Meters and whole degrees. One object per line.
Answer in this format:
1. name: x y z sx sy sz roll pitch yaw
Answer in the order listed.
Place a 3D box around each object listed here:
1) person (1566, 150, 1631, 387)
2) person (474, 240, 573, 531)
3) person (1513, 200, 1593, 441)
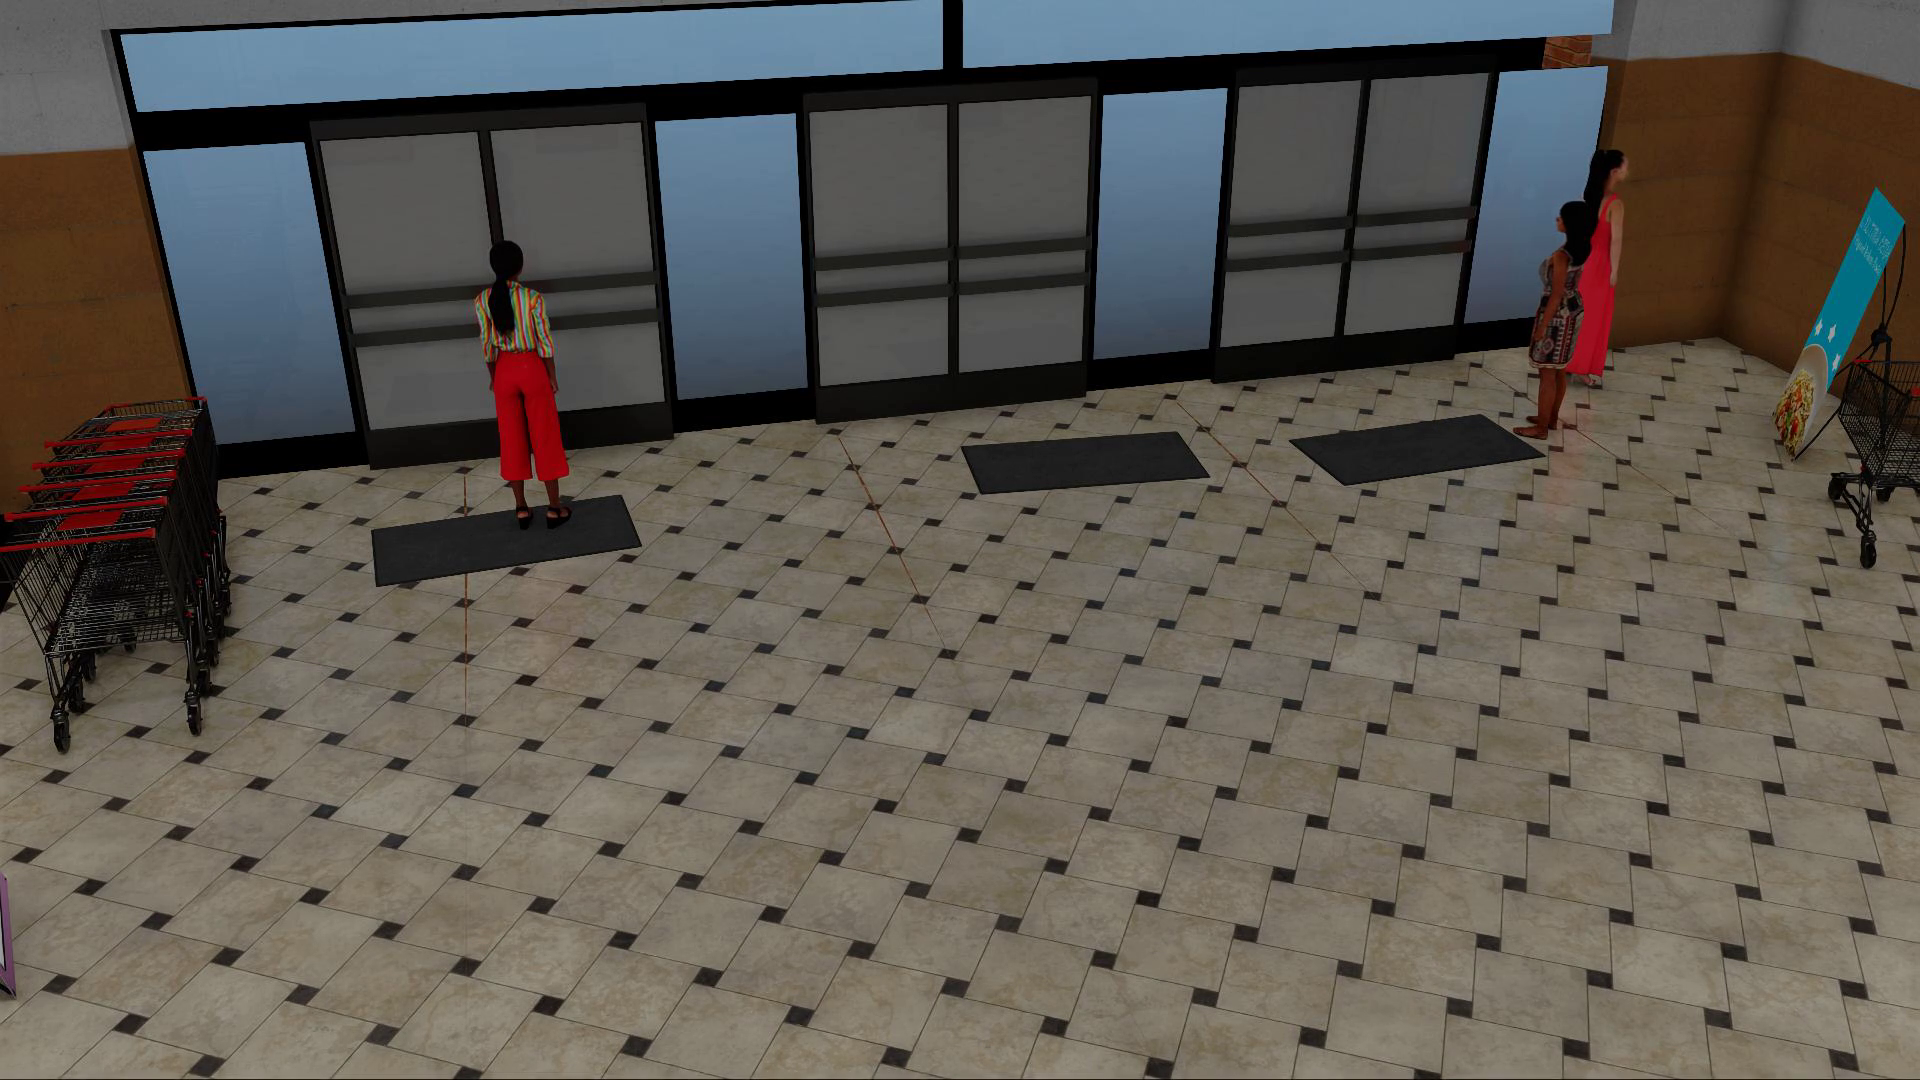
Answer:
1. person: 4.595 -1.974 12.092 0.700 1.725 0.538 -10 29 -19
2. person: -2.611 -0.911 9.923 0.657 1.792 0.627 1 27 1
3. person: 4.039 -1.486 11.220 0.741 1.645 0.723 20 33 34
